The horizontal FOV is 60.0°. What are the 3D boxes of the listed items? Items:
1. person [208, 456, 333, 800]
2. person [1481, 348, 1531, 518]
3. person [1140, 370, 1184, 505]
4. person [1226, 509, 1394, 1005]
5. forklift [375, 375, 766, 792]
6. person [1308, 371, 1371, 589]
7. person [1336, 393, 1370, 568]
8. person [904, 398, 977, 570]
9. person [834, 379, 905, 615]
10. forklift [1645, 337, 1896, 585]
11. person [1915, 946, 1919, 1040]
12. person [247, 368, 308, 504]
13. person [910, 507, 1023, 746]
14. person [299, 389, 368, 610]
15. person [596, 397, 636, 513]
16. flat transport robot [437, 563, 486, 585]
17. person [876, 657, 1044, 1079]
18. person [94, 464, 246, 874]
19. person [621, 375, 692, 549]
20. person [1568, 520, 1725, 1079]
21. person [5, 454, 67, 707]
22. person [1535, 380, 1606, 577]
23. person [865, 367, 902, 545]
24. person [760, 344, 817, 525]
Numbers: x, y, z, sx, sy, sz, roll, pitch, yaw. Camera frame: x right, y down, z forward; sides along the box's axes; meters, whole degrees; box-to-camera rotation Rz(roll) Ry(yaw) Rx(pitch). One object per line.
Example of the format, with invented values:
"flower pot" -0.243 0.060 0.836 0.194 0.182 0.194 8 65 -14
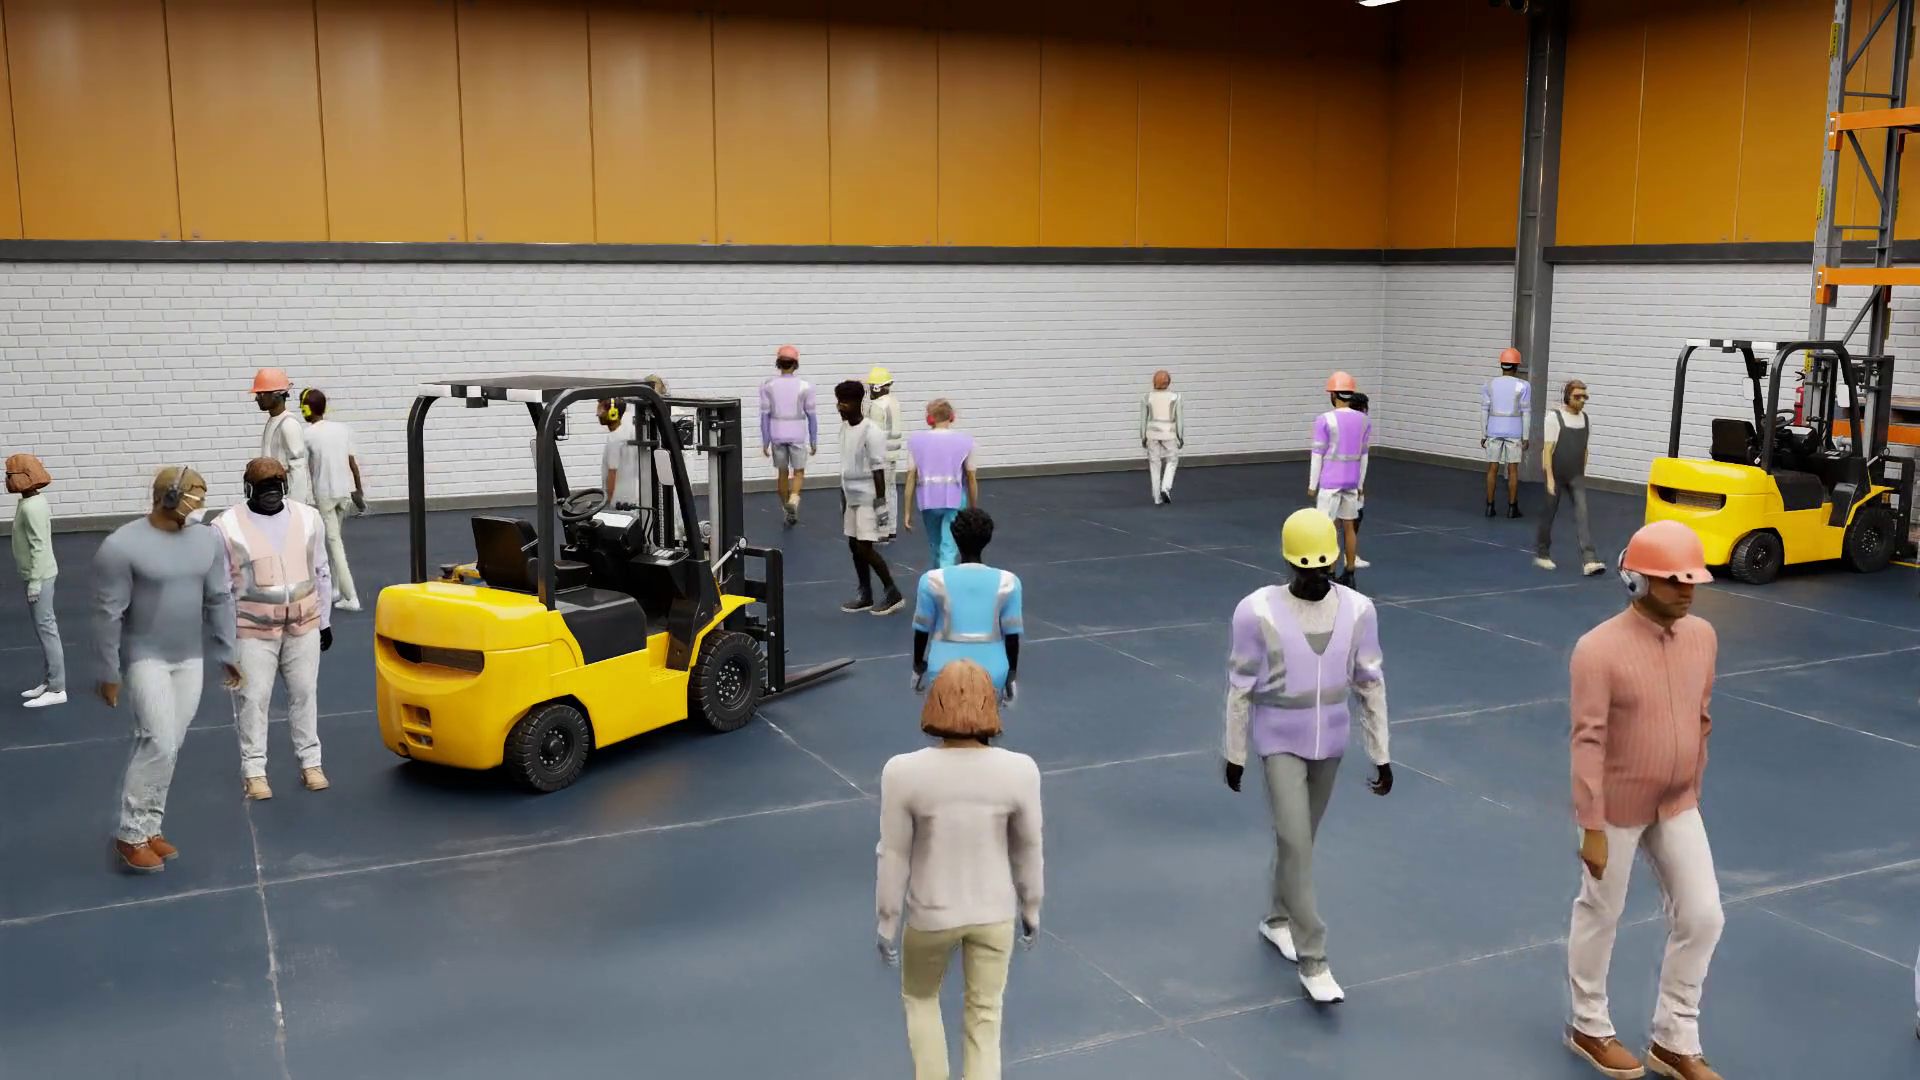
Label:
"person" -3.654 0.465 8.869 0.618 1.836 0.432 -8 12 -39
"person" 6.219 -1.218 18.959 0.550 1.935 0.376 5 11 31
"person" 2.417 -1.218 19.899 0.541 1.624 0.361 3 10 16
"person" 1.392 0.820 6.452 0.614 1.882 0.910 -2 9 -14
"forklift" -2.268 0.149 9.685 1.214 2.155 2.313 6 11 32
"person" 3.310 -0.510 14.586 0.543 1.936 0.382 -4 10 -23
"person" 3.620 -0.571 15.828 0.537 1.663 0.574 0 9 3
"person" -0.155 -0.246 13.412 0.574 1.791 0.928 2 9 9
"person" -0.764 -0.340 13.538 0.566 1.934 0.634 -6 11 -32
"forklift" 7.551 -0.789 15.507 2.313 2.155 1.214 -4 10 -25
"person" 3.687 0.980 5.874 0.523 1.762 0.328 0 9 0
"person" -5.397 -0.344 13.213 0.393 2.041 0.613 -7 11 -36
"person" 0.039 0.664 8.151 0.538 1.657 0.864 -1 9 -9
"person" -5.302 -0.334 13.812 0.828 1.827 0.543 6 11 33
"person" -2.761 -0.266 13.310 0.393 1.855 0.528 -1 9 -5
"flat transport robot" -3.825 0.339 14.454 1.431 0.197 0.652 6 11 35
"person" 0.001 1.165 5.139 0.531 1.619 0.380 -1 9 -7
"person" -3.740 0.591 7.887 0.568 1.890 0.661 4 10 26
"person" -2.595 -0.431 14.157 0.647 1.930 0.382 1 9 6
"person" 2.351 0.918 5.588 0.660 1.969 0.715 -3 10 -20
"person" -5.983 0.255 10.758 0.277 1.633 0.507 -5 10 -29
"person" 5.625 -0.564 15.333 0.527 1.793 0.969 -2 9 -9
"person" -0.813 -0.867 17.120 0.404 1.832 0.594 3 10 18
"person" -1.881 -1.132 18.194 0.611 2.022 0.730 0 9 1
